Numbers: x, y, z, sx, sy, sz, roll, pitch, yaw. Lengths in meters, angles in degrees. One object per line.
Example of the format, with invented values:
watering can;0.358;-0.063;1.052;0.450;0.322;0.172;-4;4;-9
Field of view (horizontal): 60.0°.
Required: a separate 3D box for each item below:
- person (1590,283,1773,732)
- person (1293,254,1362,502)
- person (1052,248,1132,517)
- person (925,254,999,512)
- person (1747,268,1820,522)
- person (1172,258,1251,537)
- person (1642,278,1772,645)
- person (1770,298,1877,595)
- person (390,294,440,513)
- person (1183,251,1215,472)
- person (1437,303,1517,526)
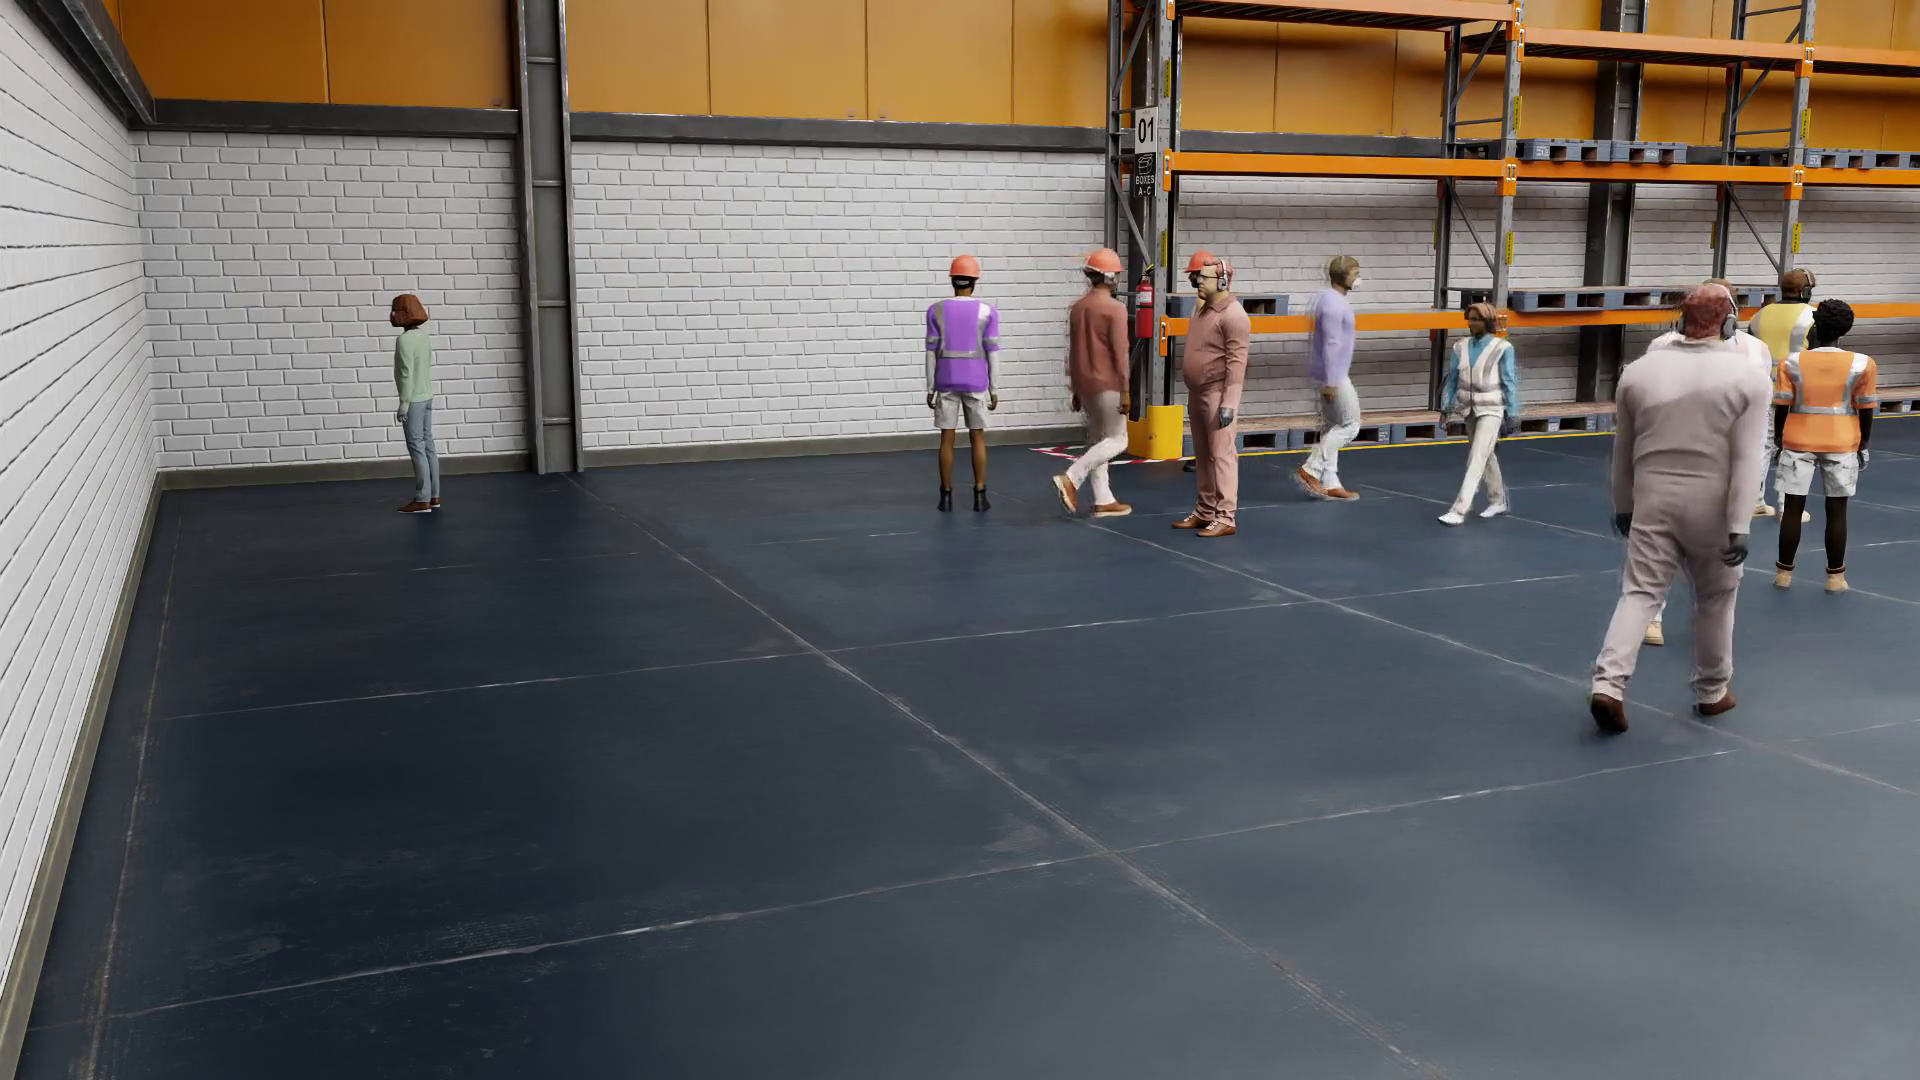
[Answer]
person;2.970;-0.128;6.904;0.658;1.866;0.956;9;14;42
person;2.921;-1.239;12.877;0.425;1.927;0.654;2;10;13
person;0.967;-1.119;12.068;0.676;1.976;0.627;-6;12;-28
person;0.013;-1.169;12.500;0.557;1.928;0.398;1;10;3
person;6.002;-1.044;12.071;0.431;1.836;0.619;-5;11;-24
person;1.728;-0.981;11.485;0.408;1.913;0.642;-3;11;-18
person;3.712;-0.380;8.331;0.624;1.845;0.430;2;10;9
person;4.953;-0.533;9.575;0.540;1.699;0.315;6;12;29
person;-4.100;-1.022;12.489;0.272;1.632;0.507;0;10;2
person;2.132;-1.558;14.626;0.379;1.937;0.548;3;11;17
person;3.738;-0.912;11.994;0.876;1.587;0.535;-6;12;-32
